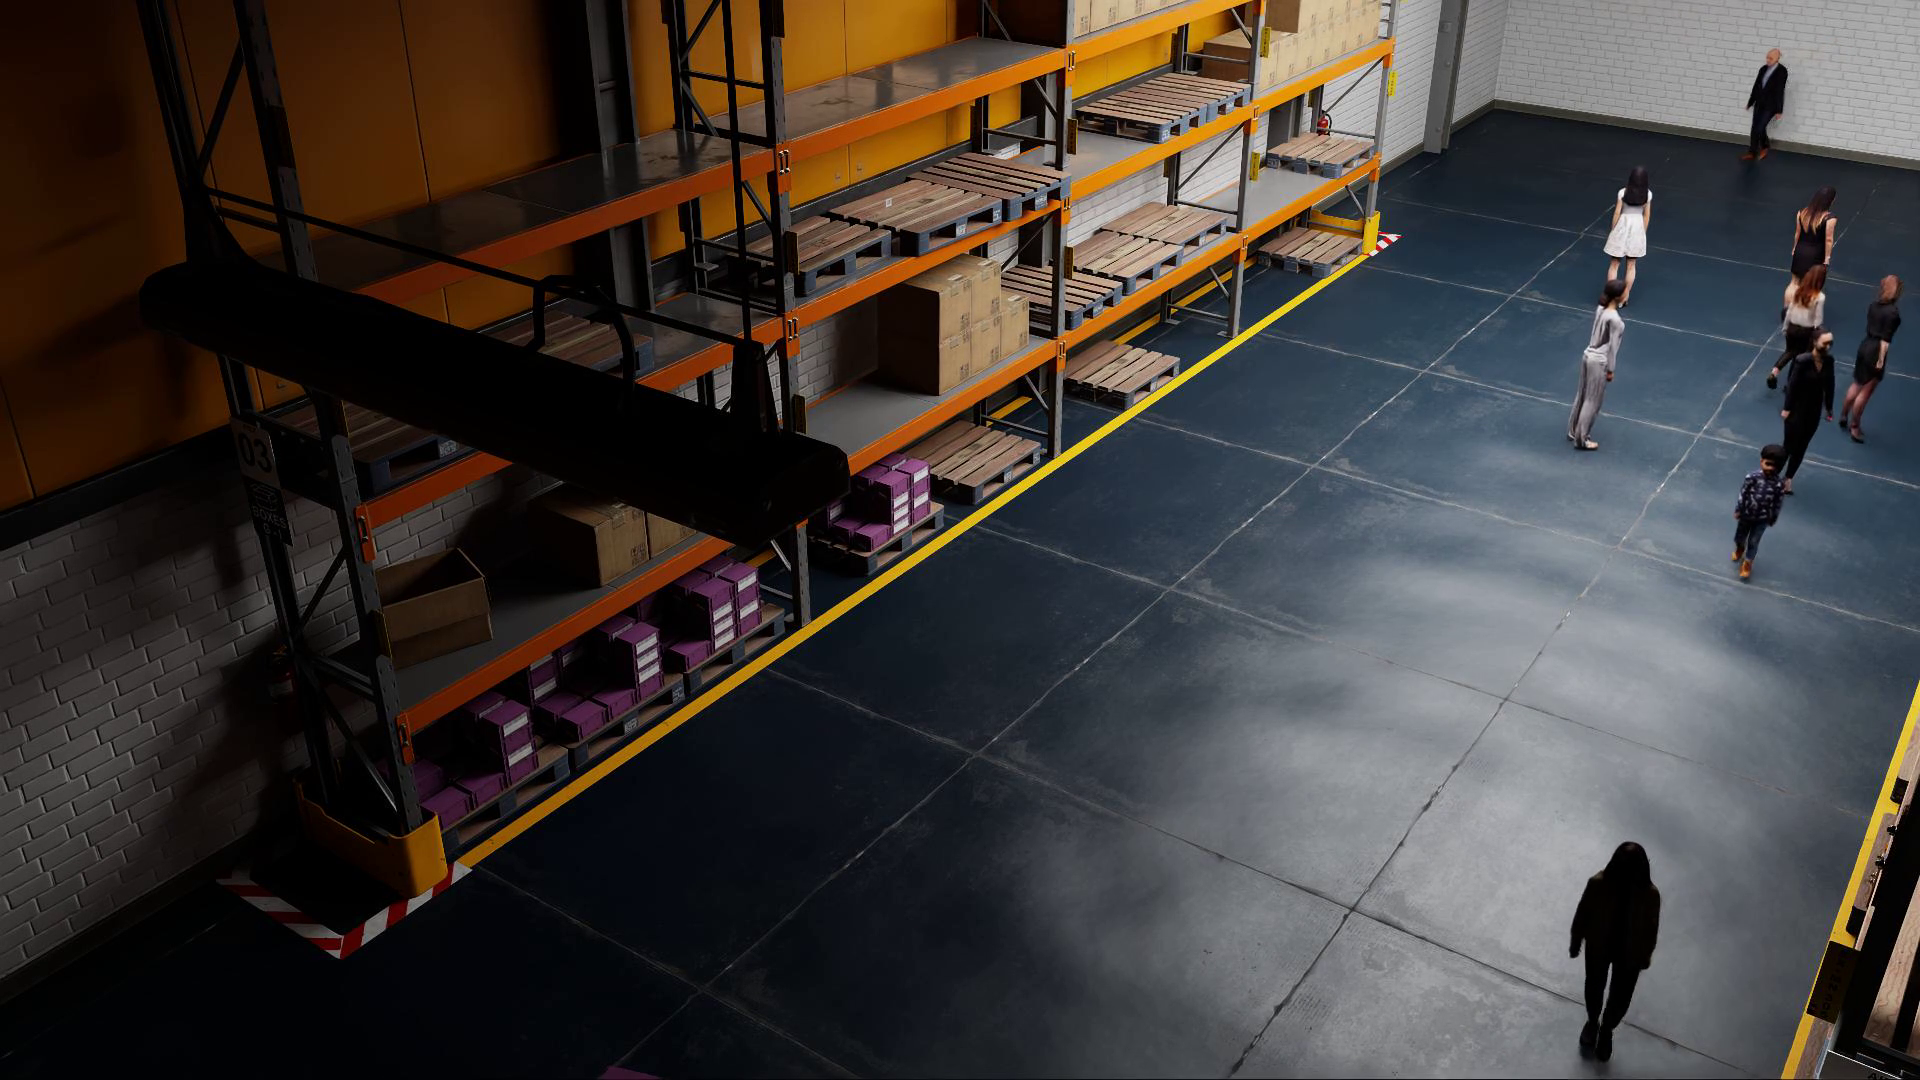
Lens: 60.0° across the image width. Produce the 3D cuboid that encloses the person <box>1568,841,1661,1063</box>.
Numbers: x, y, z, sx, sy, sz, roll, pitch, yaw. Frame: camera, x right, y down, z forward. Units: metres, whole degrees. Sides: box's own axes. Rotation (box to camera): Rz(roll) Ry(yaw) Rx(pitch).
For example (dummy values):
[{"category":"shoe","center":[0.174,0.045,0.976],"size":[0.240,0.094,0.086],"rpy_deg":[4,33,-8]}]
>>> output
[{"category":"person","center":[3.789,2.320,9.612],"size":[0.622,1.467,0.579],"rpy_deg":[16,32,27]}]

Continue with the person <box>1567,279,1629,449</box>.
[{"category":"person","center":[6.447,-1.789,16.831],"size":[0.733,1.769,0.639],"rpy_deg":[0,29,-1]}]

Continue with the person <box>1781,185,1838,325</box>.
[{"category":"person","center":[10.110,-3.371,19.784],"size":[0.735,1.718,0.736],"rpy_deg":[-16,33,-27]}]

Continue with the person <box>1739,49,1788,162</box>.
[{"category":"person","center":[12.643,-6.774,25.962],"size":[0.961,1.775,0.943],"rpy_deg":[-8,30,-15]}]

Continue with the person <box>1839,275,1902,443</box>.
[{"category":"person","center":[9.340,-1.848,17.027],"size":[0.799,1.683,0.675],"rpy_deg":[7,29,13]}]

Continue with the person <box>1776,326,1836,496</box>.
[{"category":"person","center":[8.035,-1.234,15.876],"size":[0.678,1.708,0.748],"rpy_deg":[-6,29,-10]}]

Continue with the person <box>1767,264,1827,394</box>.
[{"category":"person","center":[9.056,-2.250,17.982],"size":[0.836,1.474,0.714],"rpy_deg":[-16,33,-27]}]

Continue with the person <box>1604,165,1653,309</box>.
[{"category":"person","center":[8.172,-3.712,20.349],"size":[0.739,1.775,0.753],"rpy_deg":[7,29,13]}]

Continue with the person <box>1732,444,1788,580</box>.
[{"category":"person","center":[7.000,-0.277,14.608],"size":[0.535,1.243,0.659],"rpy_deg":[15,32,25]}]
